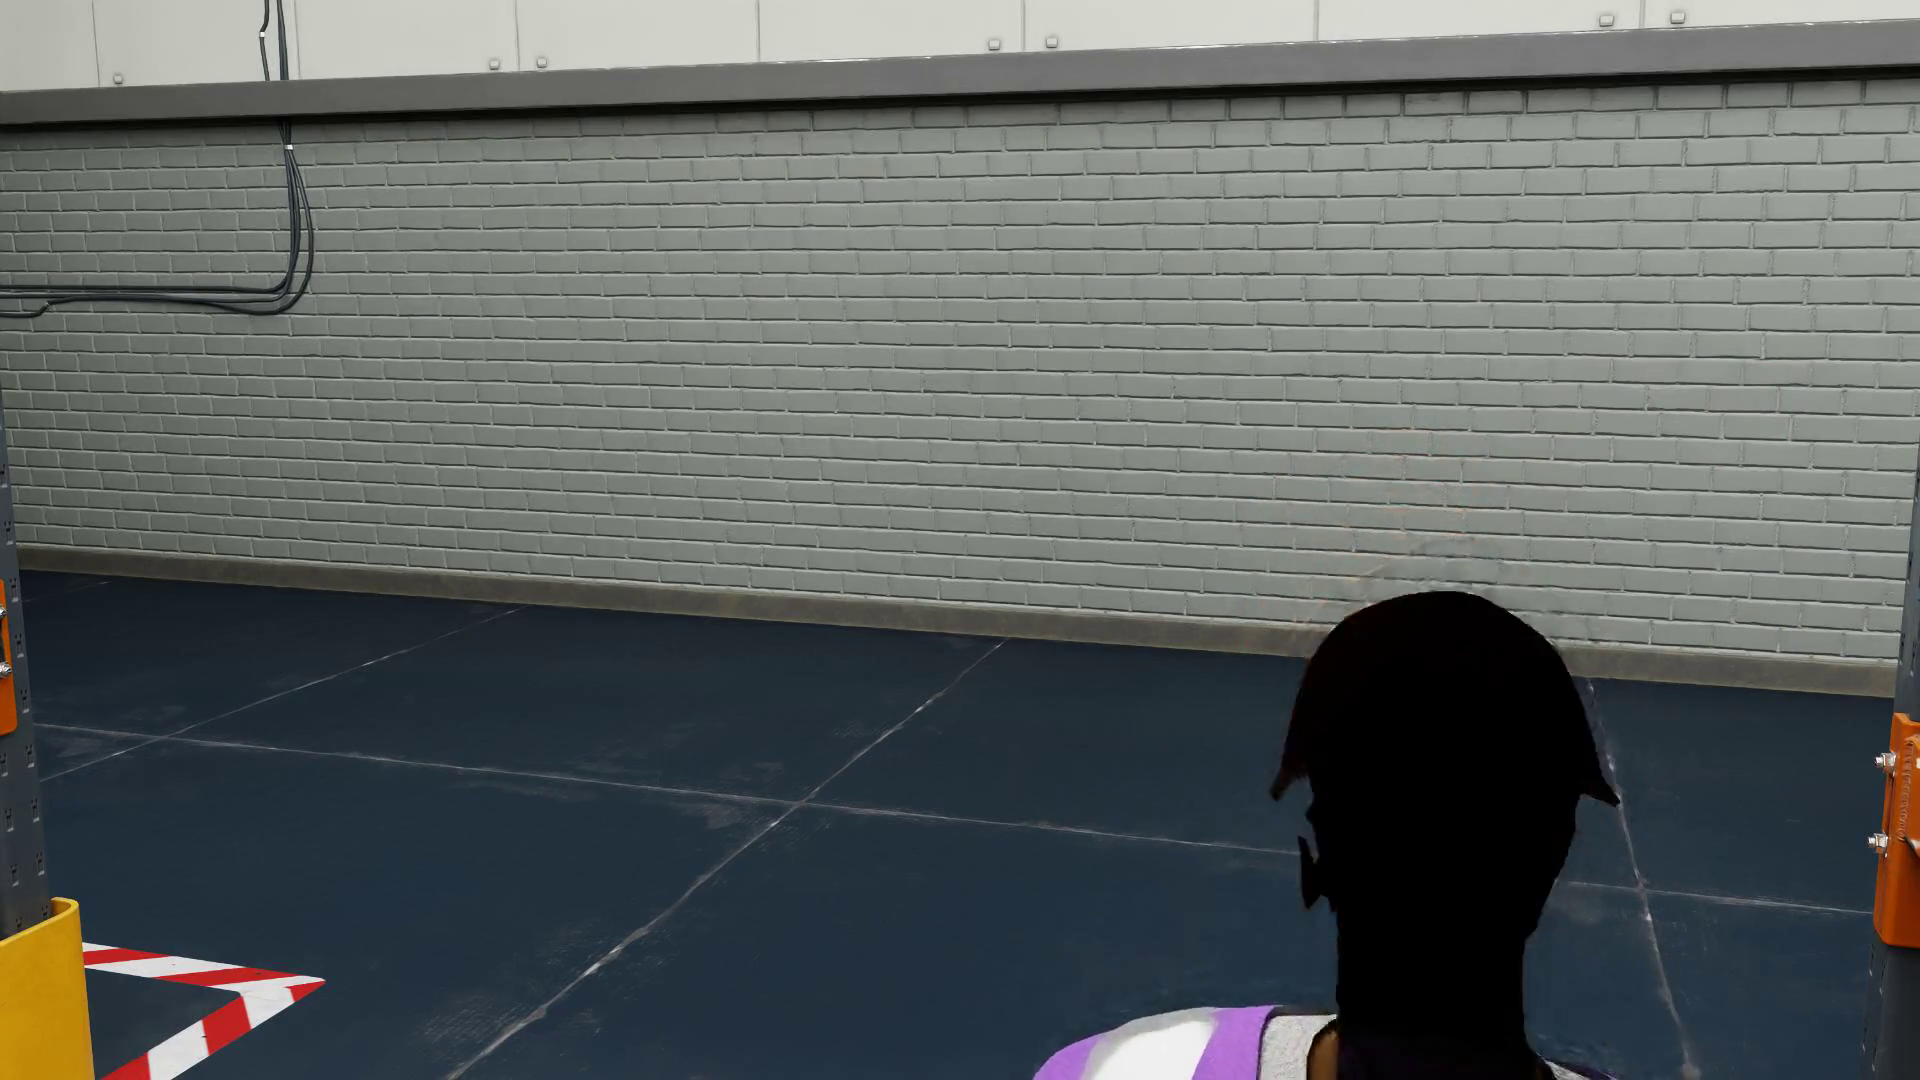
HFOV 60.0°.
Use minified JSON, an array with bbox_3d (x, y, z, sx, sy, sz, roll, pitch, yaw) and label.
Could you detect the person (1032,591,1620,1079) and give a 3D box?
[{"bbox_3d":[0.303,0.928,1.187,0.558,1.918,0.765,4,10,23],"label":"person"}]
